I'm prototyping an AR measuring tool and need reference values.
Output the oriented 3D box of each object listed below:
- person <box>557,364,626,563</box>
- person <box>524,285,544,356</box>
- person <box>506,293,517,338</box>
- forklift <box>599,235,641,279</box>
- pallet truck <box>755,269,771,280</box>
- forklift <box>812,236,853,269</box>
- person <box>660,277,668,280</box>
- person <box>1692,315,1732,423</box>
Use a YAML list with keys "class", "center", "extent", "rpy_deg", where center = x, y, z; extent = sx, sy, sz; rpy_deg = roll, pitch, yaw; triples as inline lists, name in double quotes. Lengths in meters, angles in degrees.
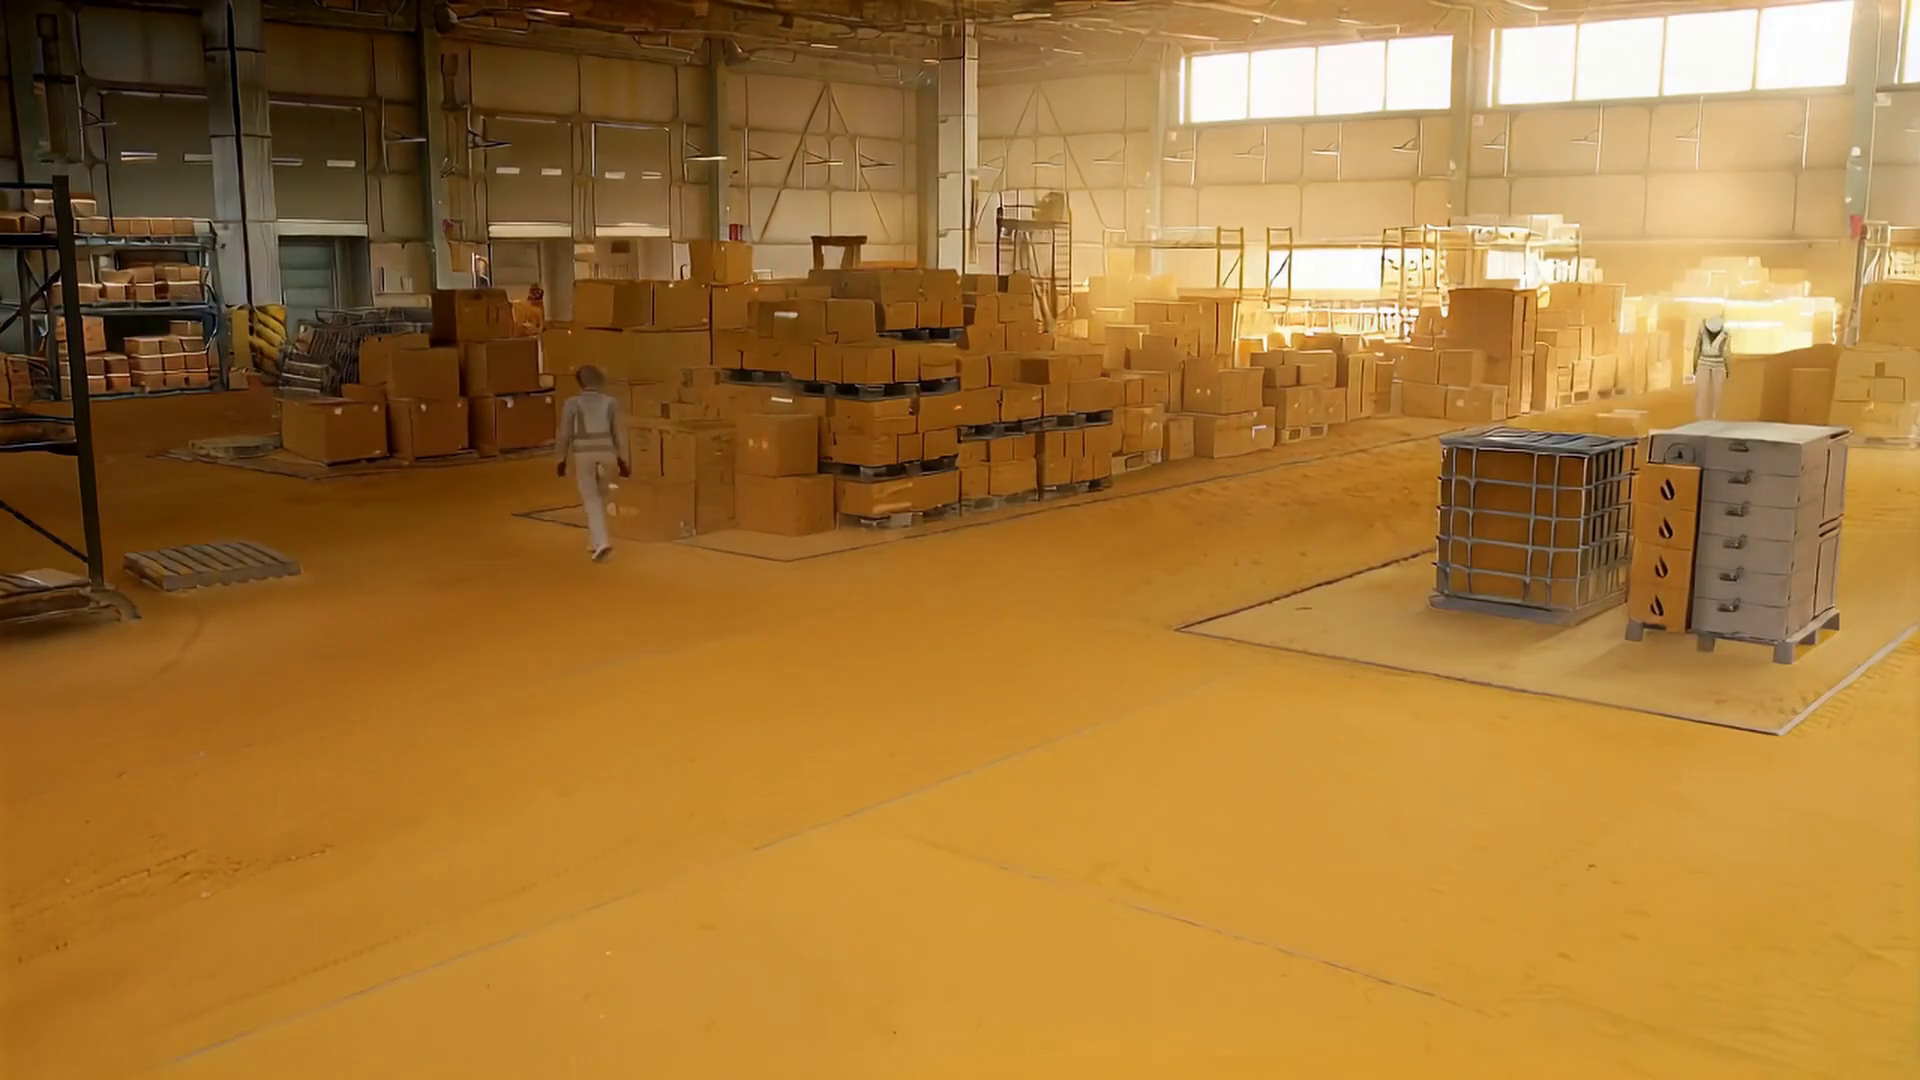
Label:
- class: "person"
  center: [-2.996, -0.639, 13.651]
  extent: [0.537, 1.605, 0.818]
  rpy_deg: [-6, 12, -32]
- class: "person"
  center: [-9.985, -5.149, 39.076]
  extent: [0.321, 1.696, 0.537]
  rpy_deg: [10, 14, 43]
- class: "person"
  center: [-7.001, -2.820, 25.328]
  extent: [0.594, 1.880, 0.998]
  rpy_deg: [3, 11, 19]
- class: "forklift"
  center: [-7.658, -5.503, 37.722]
  extent: [1.873, 2.768, 1.129]
  rpy_deg: [8, 13, 40]
- class: "pallet truck"
  center: [-4.996, -6.432, 45.525]
  extent: [1.885, 1.965, 0.823]
  rpy_deg: [-6, 12, -32]
- class: "forklift"
  center: [-2.946, -5.693, 38.805]
  extent: [1.129, 2.768, 1.873]
  rpy_deg: [-4, 11, -21]
- class: "person"
  center: [-6.371, -4.705, 35.912]
  extent: [0.636, 1.928, 0.390]
  rpy_deg: [-5, 11, -26]
- class: "person"
  center: [10.851, -2.453, 24.011]
  extent: [0.534, 1.589, 0.858]
  rpy_deg: [6, 12, 30]
